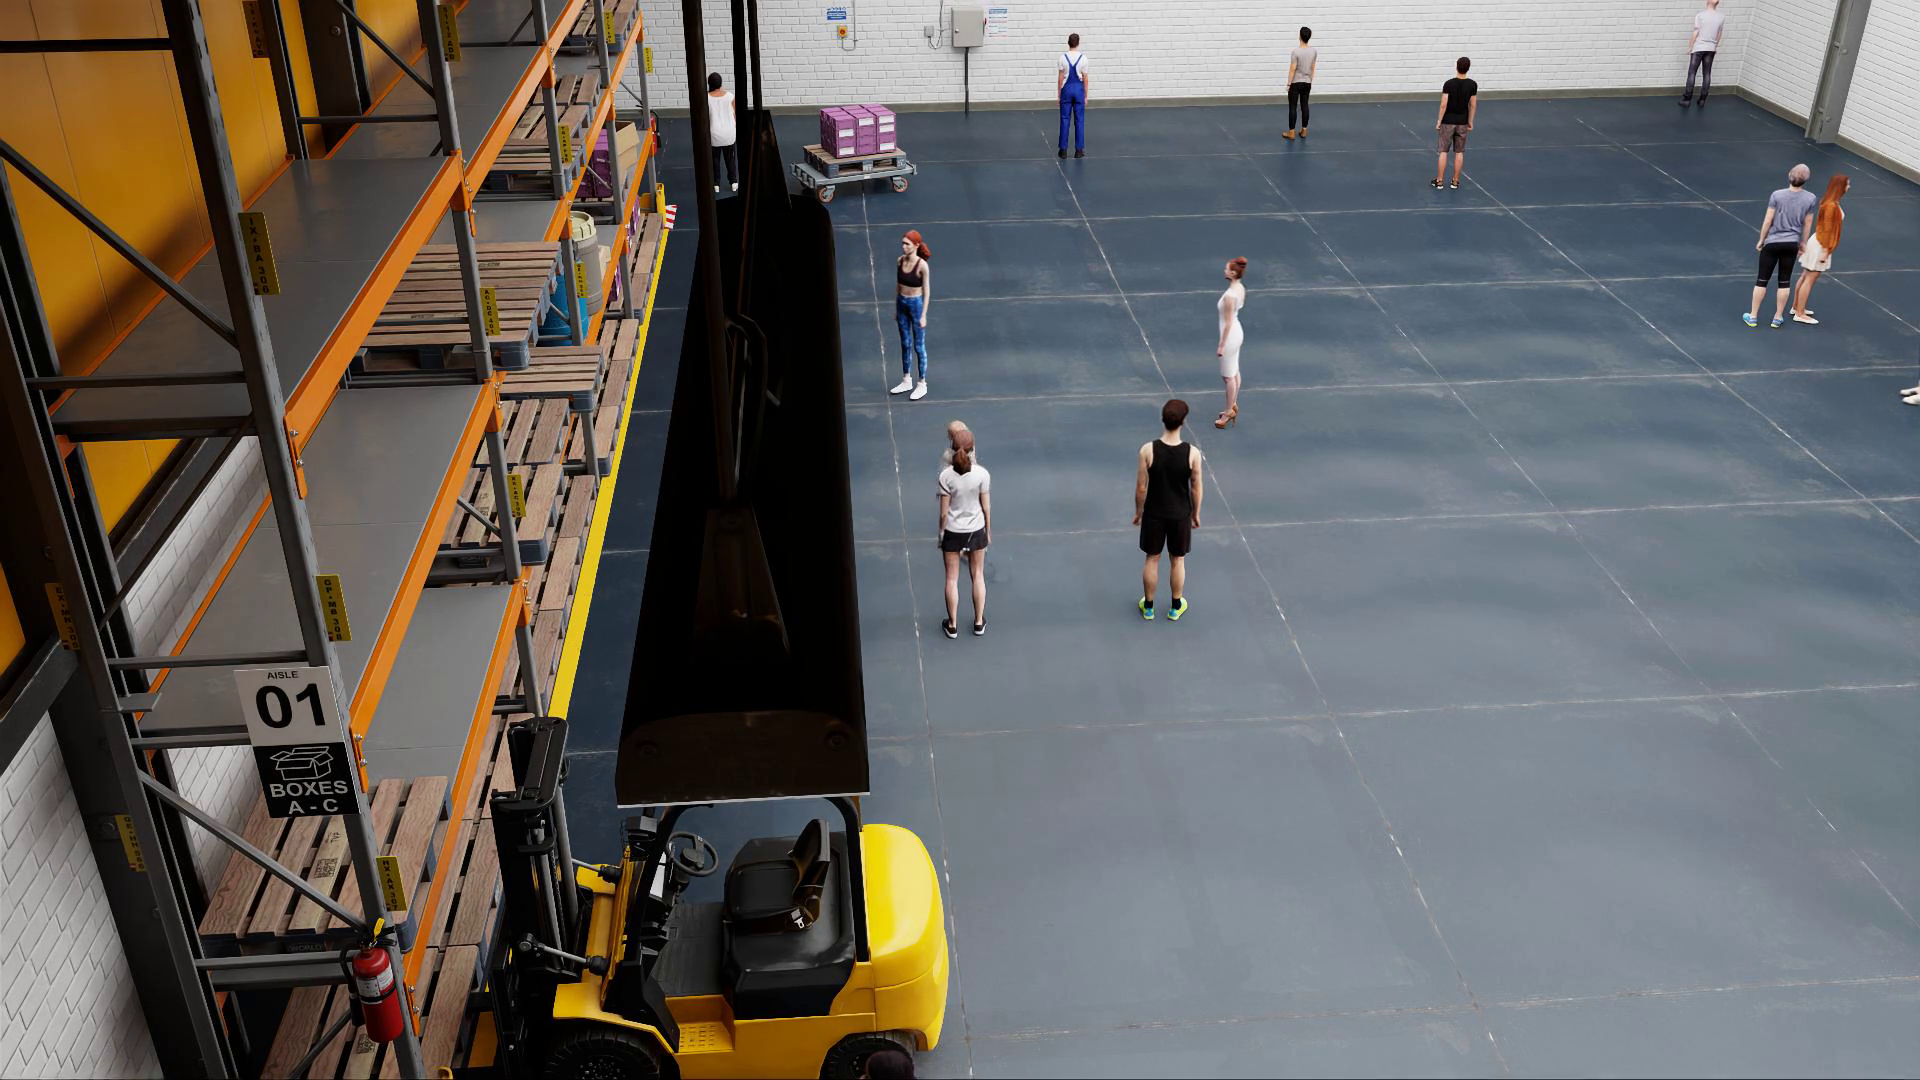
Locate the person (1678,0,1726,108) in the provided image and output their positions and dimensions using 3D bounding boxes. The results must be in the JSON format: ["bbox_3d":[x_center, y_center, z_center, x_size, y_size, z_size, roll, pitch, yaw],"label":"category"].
[{"bbox_3d":[12.494,-8.231,27.947,0.655,1.832,0.585,-1,29,-2],"label":"person"}]

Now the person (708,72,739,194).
[{"bbox_3d":[-3.416,-5.808,23.655,0.688,1.688,0.649,-7,29,-12],"label":"person"}]

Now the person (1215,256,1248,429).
[{"bbox_3d":[2.690,-1.963,16.499,0.692,1.791,0.571,12,31,20],"label":"person"}]

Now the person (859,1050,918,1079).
[{"bbox_3d":[-0.278,2.958,7.512,0.720,1.759,0.559,-4,29,-7],"label":"person"}]

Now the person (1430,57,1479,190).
[{"bbox_3d":[7.066,-5.965,23.763,0.703,1.861,0.598,1,29,1],"label":"person"}]

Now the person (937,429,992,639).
[{"bbox_3d":[0.025,-0.047,13.030,0.576,1.751,0.537,-4,29,-7],"label":"person"}]

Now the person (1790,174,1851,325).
[{"bbox_3d":[9.895,-3.376,19.162,0.760,1.723,0.632,8,30,14],"label":"person"}]

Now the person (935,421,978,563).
[{"bbox_3d":[0.026,-0.402,14.202,0.782,1.251,0.899,-21,35,-33],"label":"person"}]

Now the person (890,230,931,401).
[{"bbox_3d":[-0.499,-2.334,17.187,0.690,1.784,0.748,21,35,34],"label":"person"}]

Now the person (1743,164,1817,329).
[{"bbox_3d":[9.356,-3.351,18.944,0.747,1.887,0.703,8,30,14],"label":"person"}]

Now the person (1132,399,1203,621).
[{"bbox_3d":[1.644,-0.226,13.211,0.739,1.891,0.648,3,29,6],"label":"person"}]

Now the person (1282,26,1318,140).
[{"bbox_3d":[5.358,-7.201,26.174,0.654,1.723,0.598,-9,30,-16],"label":"person"}]

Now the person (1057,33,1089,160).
[{"bbox_3d":[1.694,-6.730,25.177,0.658,1.850,0.605,2,29,3],"label":"person"}]
